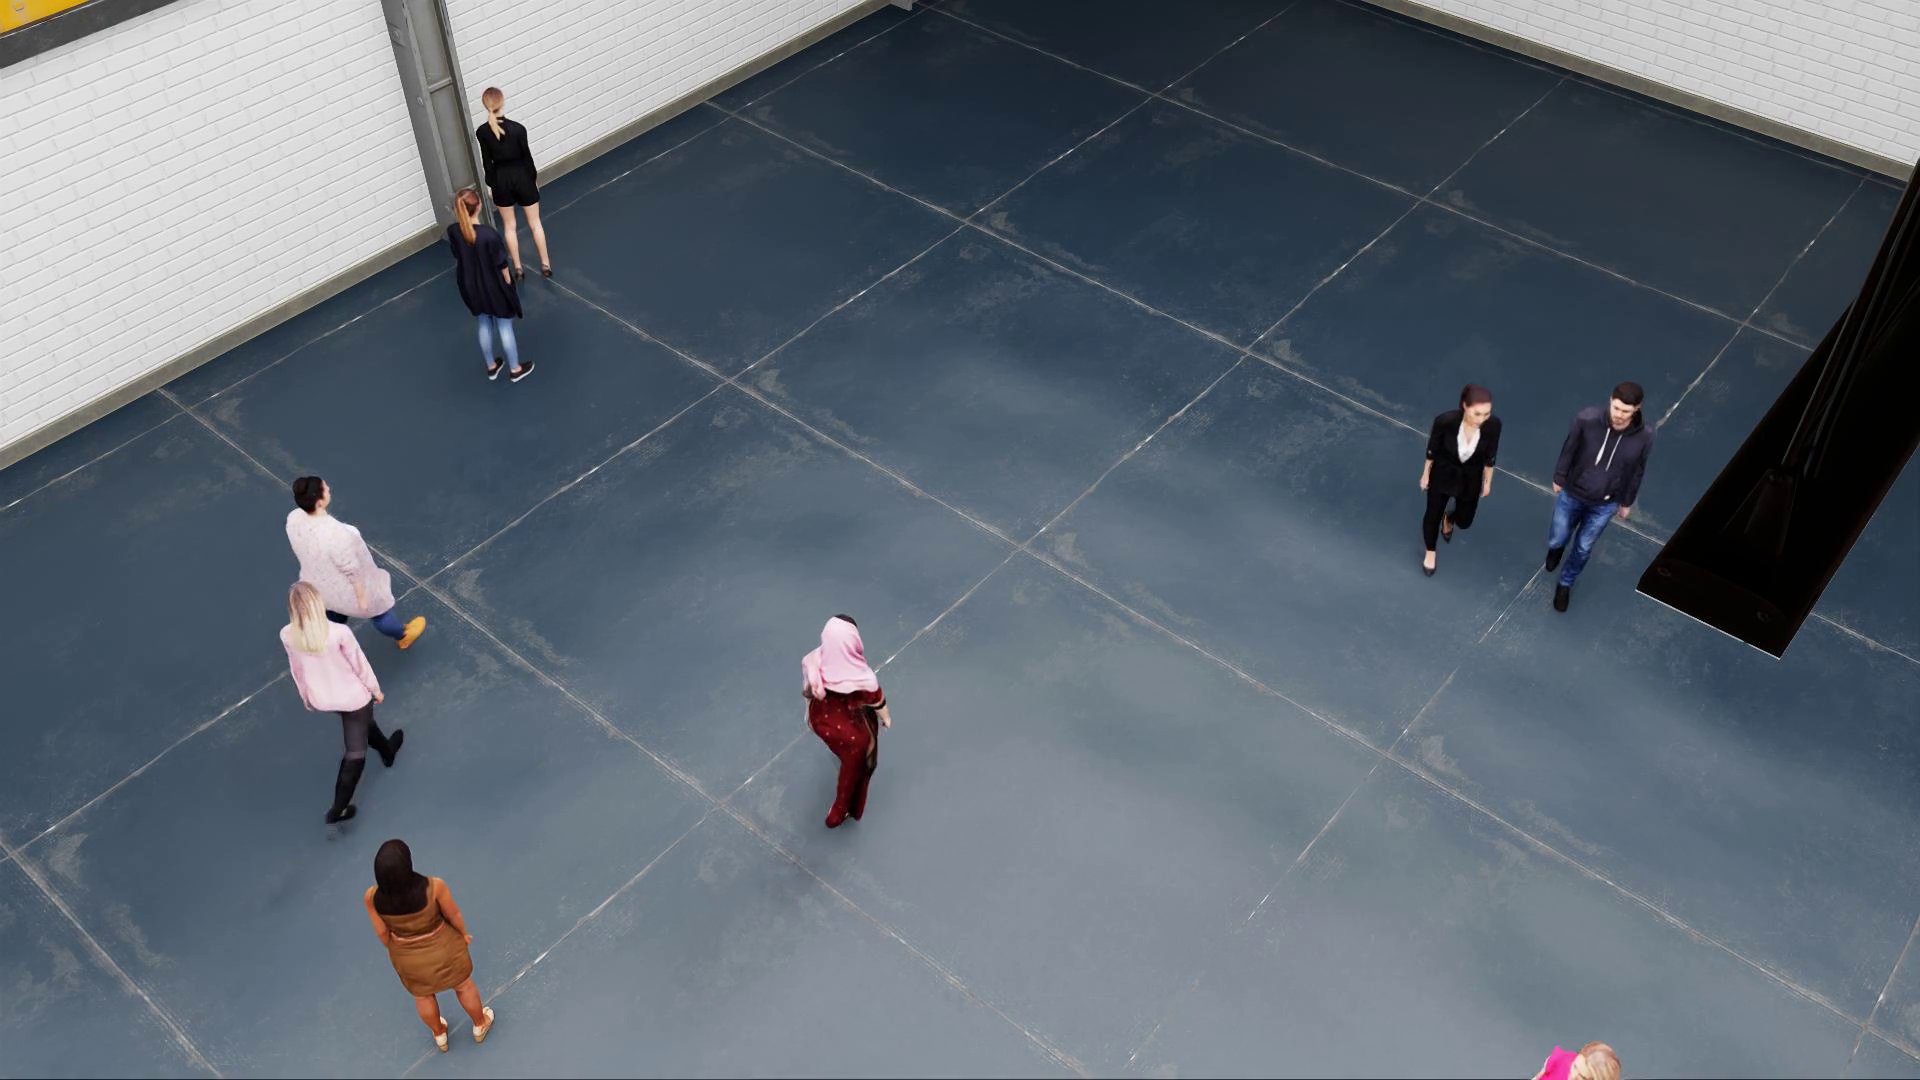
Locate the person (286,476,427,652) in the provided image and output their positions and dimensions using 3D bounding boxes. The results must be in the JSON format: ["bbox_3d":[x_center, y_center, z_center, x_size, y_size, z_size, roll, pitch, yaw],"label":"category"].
[{"bbox_3d":[-3.958,0.323,10.429,0.841,1.701,1.145,20,47,20],"label":"person"}]

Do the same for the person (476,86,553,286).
[{"bbox_3d":[-3.711,-2.931,13.795,0.643,1.768,0.722,-8,44,-8],"label":"person"}]

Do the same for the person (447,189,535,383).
[{"bbox_3d":[-3.657,-1.956,12.833,0.711,1.683,0.697,12,45,12],"label":"person"}]

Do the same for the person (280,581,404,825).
[{"bbox_3d":[-3.678,0.985,9.773,0.959,1.647,1.161,9,44,9],"label":"person"}]

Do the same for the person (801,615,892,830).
[{"bbox_3d":[-0.716,1.104,9.676,0.774,1.608,1.019,19,47,19],"label":"person"}]

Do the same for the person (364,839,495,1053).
[{"bbox_3d":[-2.749,2.100,8.572,0.622,1.689,0.710,-10,44,-10],"label":"person"}]

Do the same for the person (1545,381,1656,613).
[{"bbox_3d":[4.202,-0.370,11.027,0.828,1.879,0.925,15,46,16],"label":"person"}]

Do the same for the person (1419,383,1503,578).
[{"bbox_3d":[3.358,-0.464,11.296,0.804,1.643,0.874,6,44,7],"label":"person"}]

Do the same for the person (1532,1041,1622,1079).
[{"bbox_3d":[2.878,2.793,7.844,1.087,1.689,0.934,-10,44,-10],"label":"person"}]
